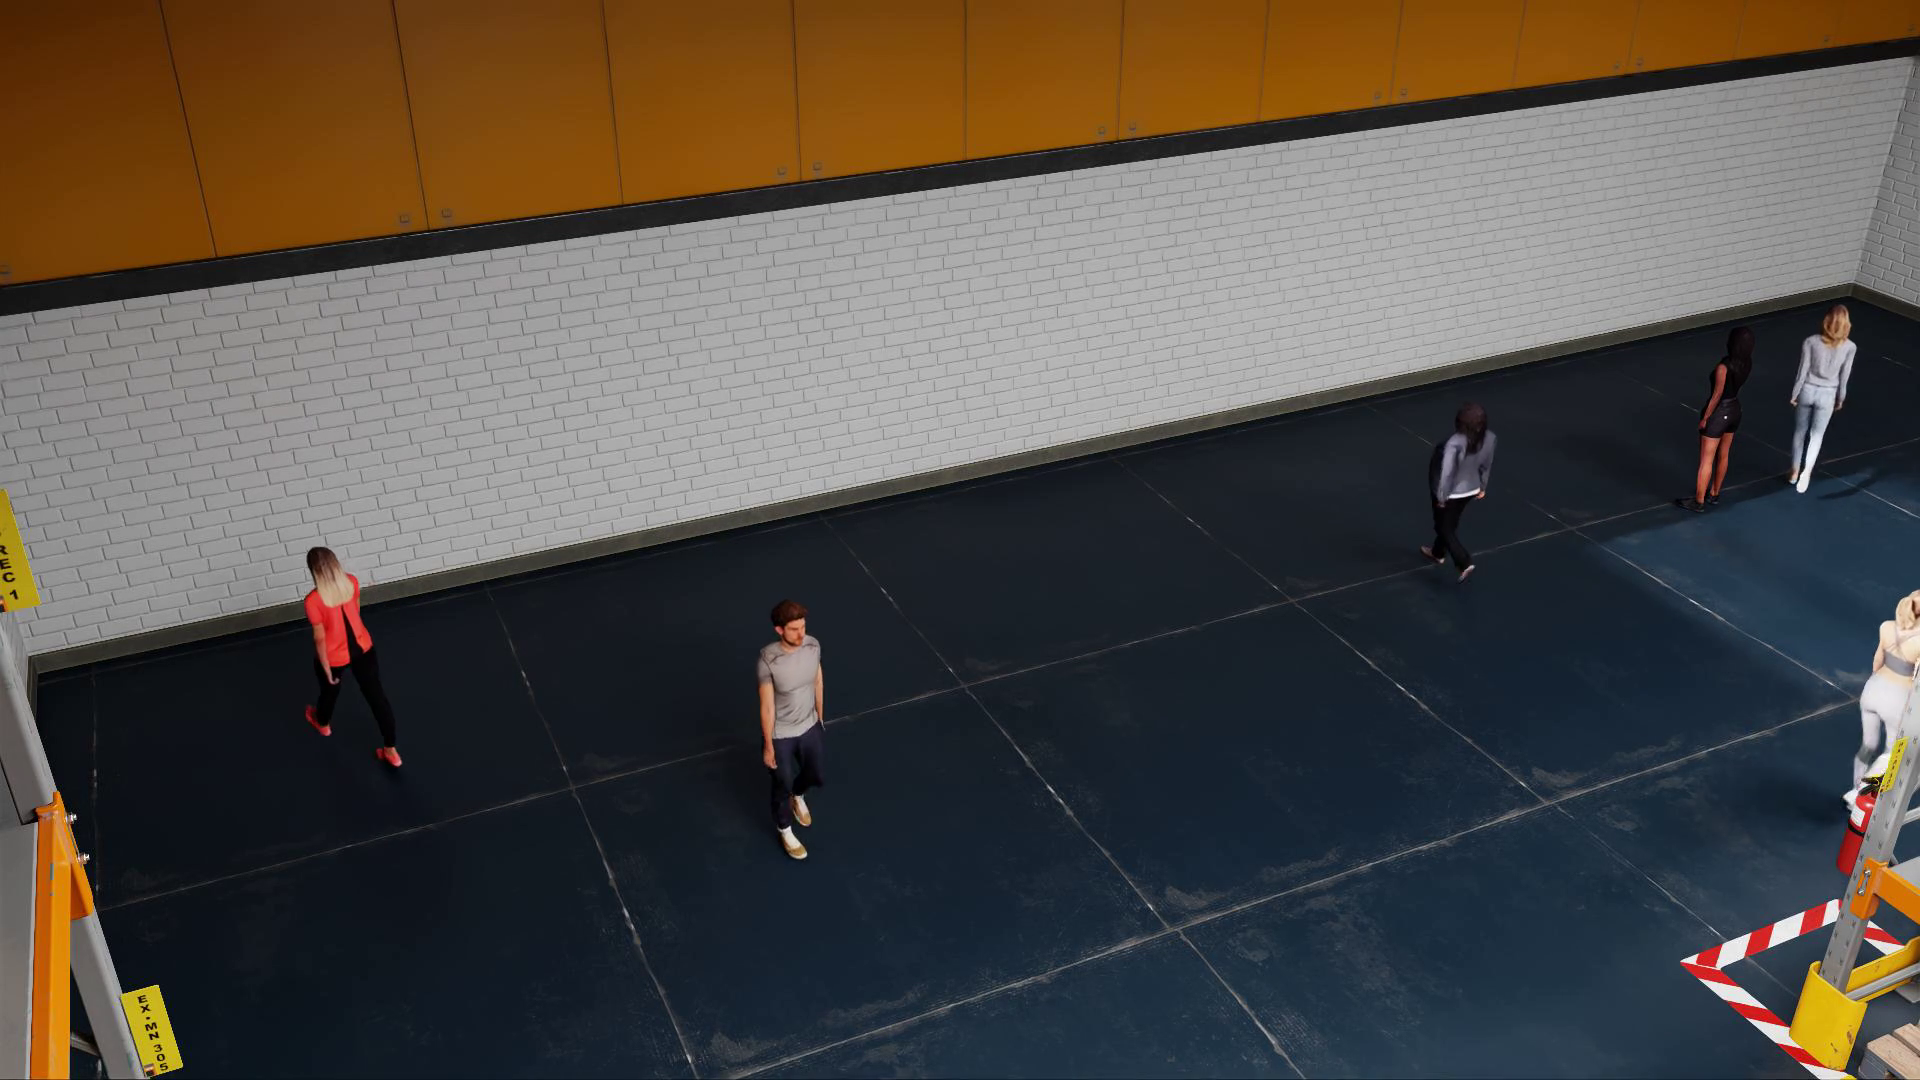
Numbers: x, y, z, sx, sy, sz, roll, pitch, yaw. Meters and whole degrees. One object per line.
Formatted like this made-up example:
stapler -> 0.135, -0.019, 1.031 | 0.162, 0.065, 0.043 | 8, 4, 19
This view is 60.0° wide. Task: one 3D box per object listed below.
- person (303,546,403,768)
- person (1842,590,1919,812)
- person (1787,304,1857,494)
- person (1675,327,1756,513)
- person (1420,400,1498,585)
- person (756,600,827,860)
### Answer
person -> -4.148, 0.845, 11.411 | 1.228, 1.639, 0.946 | 22, 36, 35
person -> 6.024, 1.094, 10.899 | 0.653, 1.692, 0.682 | -15, 32, -25
person -> 7.765, -1.241, 15.098 | 1.020, 1.770, 1.036 | 13, 31, 23
person -> 6.794, -1.088, 14.849 | 0.627, 1.741, 0.577 | -19, 34, -31
person -> 4.148, -0.394, 13.750 | 0.701, 1.575, 0.963 | -15, 32, -25
person -> -1.125, 1.149, 10.605 | 0.720, 1.877, 0.755 | -16, 32, -27
